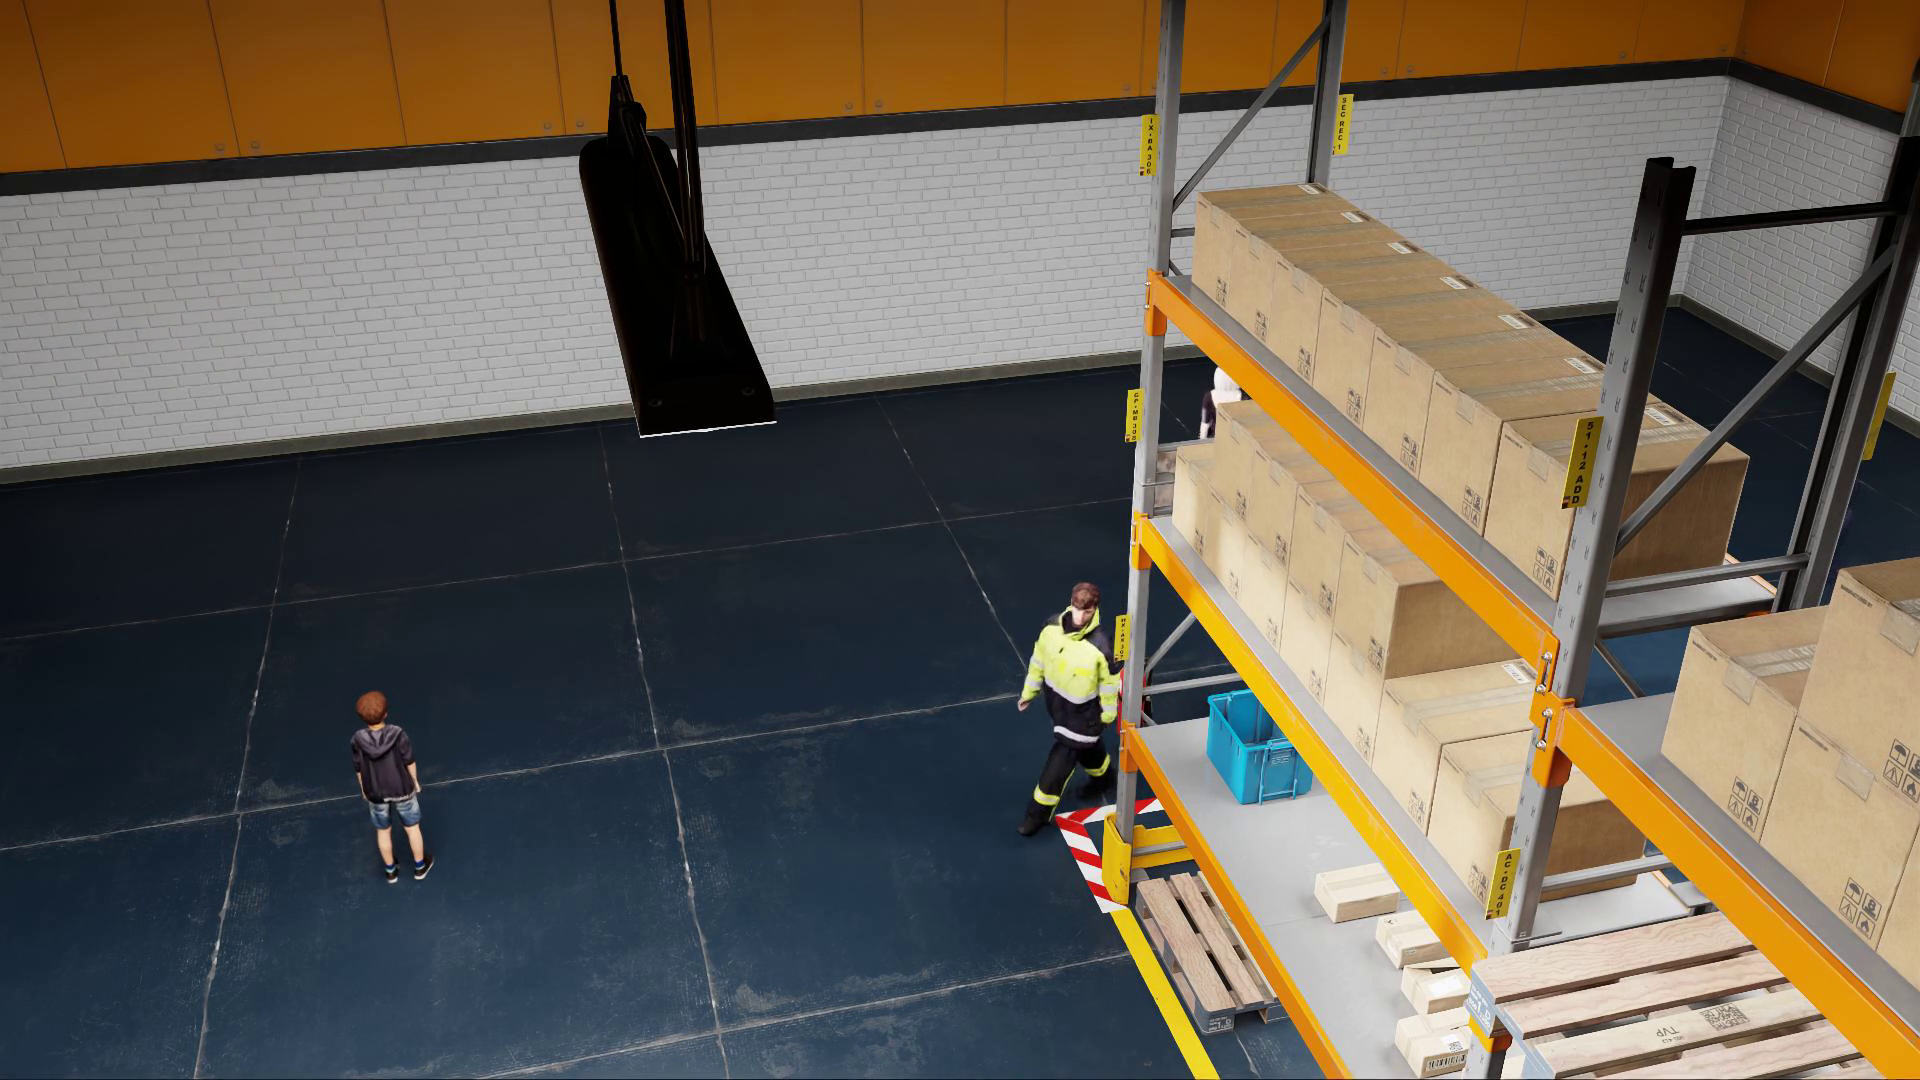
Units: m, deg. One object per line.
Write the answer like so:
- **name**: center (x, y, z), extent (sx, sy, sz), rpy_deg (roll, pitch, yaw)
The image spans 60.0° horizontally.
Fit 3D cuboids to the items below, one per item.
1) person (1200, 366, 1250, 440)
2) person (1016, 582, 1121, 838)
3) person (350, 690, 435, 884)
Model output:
- **person**: center (2.352, -0.741, 14.888), extent (0.880, 1.808, 1.100), rpy_deg (5, 29, 9)
- **person**: center (0.867, 1.097, 11.405), extent (1.212, 1.917, 1.304), rpy_deg (-21, 35, -33)
- **person**: center (-3.757, 1.619, 10.939), extent (0.552, 1.446, 0.524), rpy_deg (-5, 29, -8)
